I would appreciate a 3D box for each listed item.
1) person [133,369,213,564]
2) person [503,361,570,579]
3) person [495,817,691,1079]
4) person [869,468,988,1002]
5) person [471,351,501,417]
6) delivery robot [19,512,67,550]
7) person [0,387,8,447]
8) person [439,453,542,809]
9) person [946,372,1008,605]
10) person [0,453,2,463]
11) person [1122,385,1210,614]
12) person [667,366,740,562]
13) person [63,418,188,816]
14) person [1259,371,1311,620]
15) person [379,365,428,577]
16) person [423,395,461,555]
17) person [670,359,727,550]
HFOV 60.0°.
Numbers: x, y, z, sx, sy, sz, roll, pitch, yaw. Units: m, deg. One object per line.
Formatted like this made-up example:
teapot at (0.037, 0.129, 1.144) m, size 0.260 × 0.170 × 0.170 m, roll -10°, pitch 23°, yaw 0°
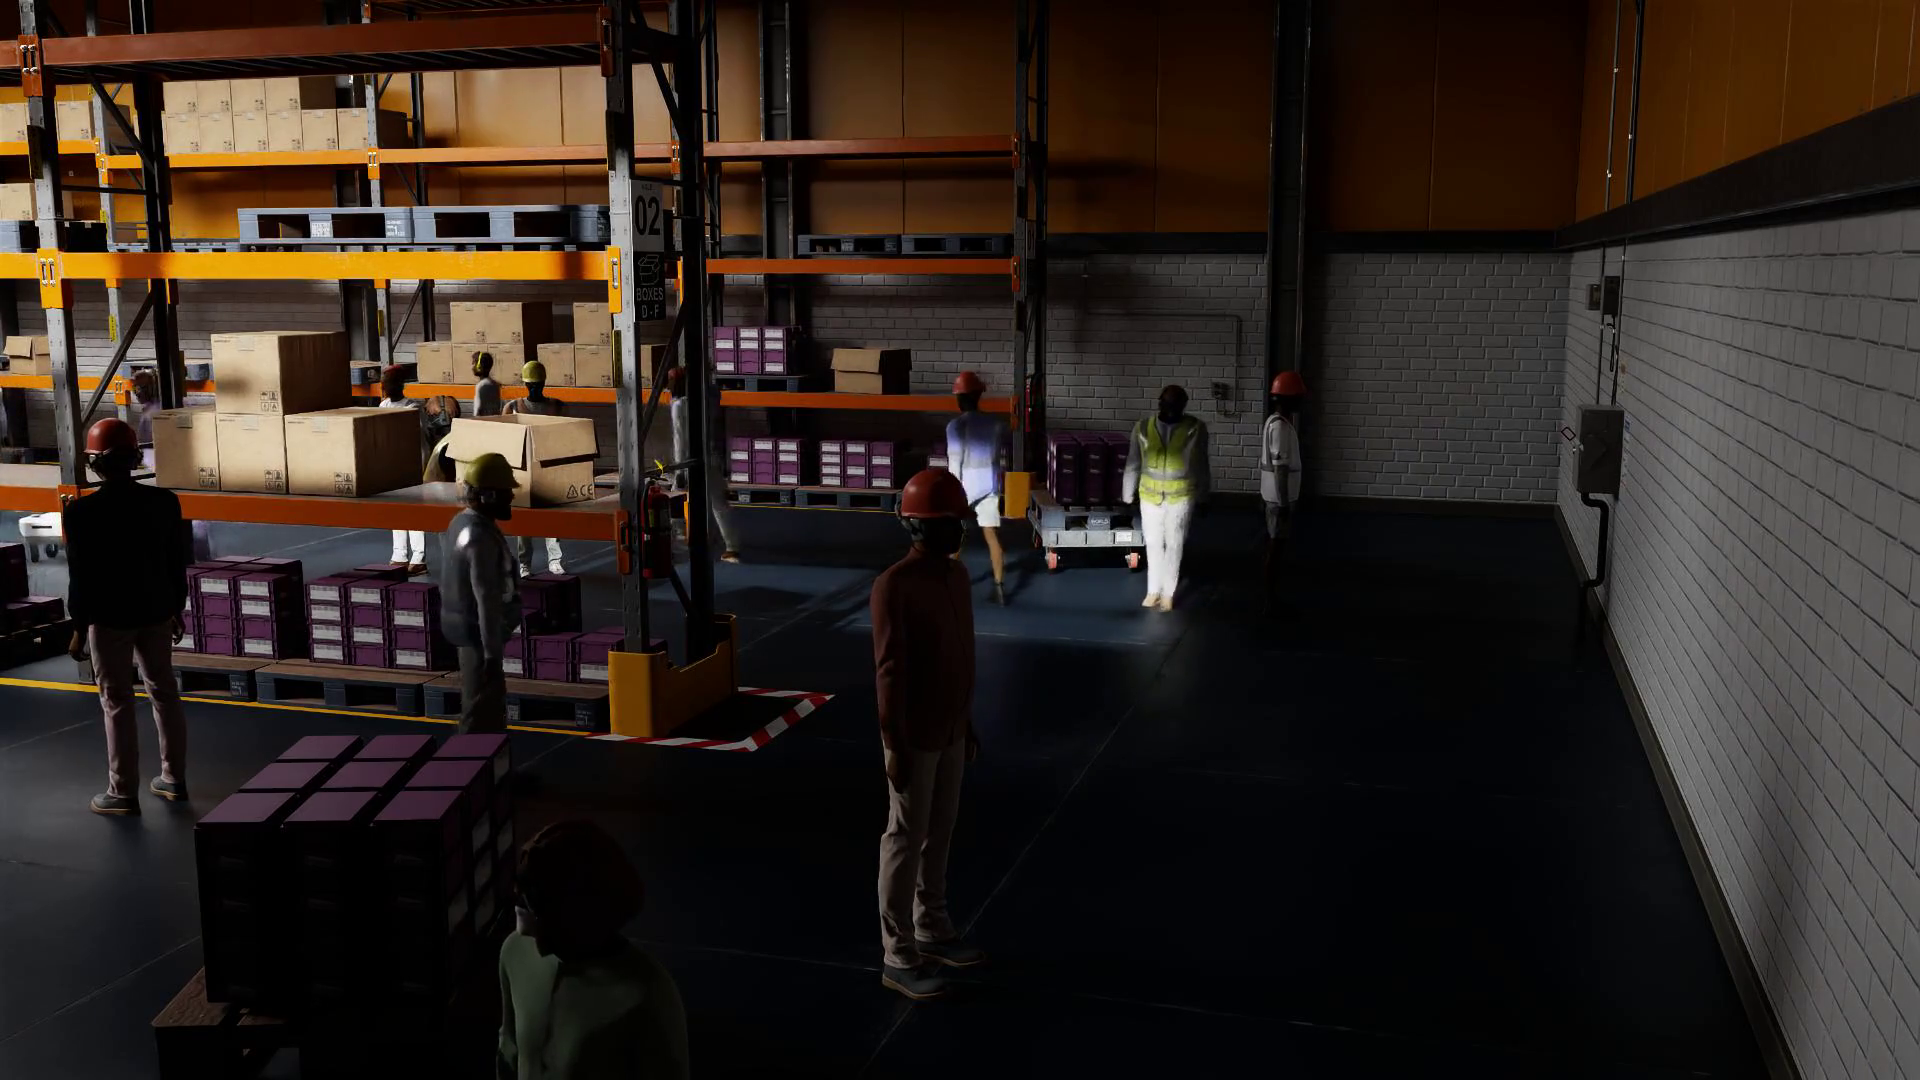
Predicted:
person at (-6.994, -0.547, 14.432) m, size 0.939 × 1.857 × 0.672 m, roll -1°, pitch 9°, yaw -5°
person at (-3.717, -0.620, 14.688) m, size 0.595 × 1.925 × 0.373 m, roll -4°, pitch 10°, yaw -24°
person at (-0.774, 1.365, 3.483) m, size 0.501 × 1.631 × 0.286 m, roll 6°, pitch 11°, yaw 32°
person at (-0.108, 0.718, 6.322) m, size 0.379 × 1.996 × 0.611 m, roll 5°, pitch 11°, yaw 28°
person at (-5.122, -1.147, 18.182) m, size 0.864 × 1.841 × 0.527 m, roll 0°, pitch 9°, yaw 3°
delivery robot at (-8.354, -0.117, 15.510) m, size 0.707 × 0.478 × 0.477 m, roll 0°, pitch 9°, yaw -3°
person at (-10.701, -1.119, 18.073) m, size 0.632 × 1.819 × 0.719 m, roll -5°, pitch 10°, yaw -26°
person at (-2.344, 0.472, 8.444) m, size 0.582 × 1.812 × 0.615 m, roll -4°, pitch 10°, yaw -25°
person at (0.089, -0.430, 13.676) m, size 0.555 × 1.890 × 0.960 m, roll -5°, pitch 11°, yaw -28°
person at (-8.075, -0.434, 13.411) m, size 0.438 × 1.970 × 0.607 m, roll 4°, pitch 10°, yaw 22°
person at (1.615, -0.316, 13.198) m, size 0.684 × 1.804 × 0.738 m, roll 3°, pitch 10°, yaw 18°
person at (-2.501, -0.686, 15.367) m, size 0.974 × 1.820 × 0.682 m, roll 3°, pitch 10°, yaw 20°
person at (-4.187, 0.382, 8.370) m, size 0.382 × 1.993 × 0.622 m, roll 6°, pitch 11°, yaw 31°
person at (2.538, -0.352, 13.021) m, size 0.362 × 1.935 × 0.553 m, roll 1°, pitch 9°, yaw 7°
person at (-4.966, -0.611, 14.760) m, size 0.586 × 1.883 × 0.341 m, roll 7°, pitch 12°, yaw 37°
person at (-3.653, -0.124, 11.957) m, size 0.429 × 1.837 × 0.628 m, roll -3°, pitch 10°, yaw -17°
person at (-2.489, -0.834, 16.051) m, size 0.698 × 1.909 × 0.704 m, roll 7°, pitch 12°, yaw 36°
